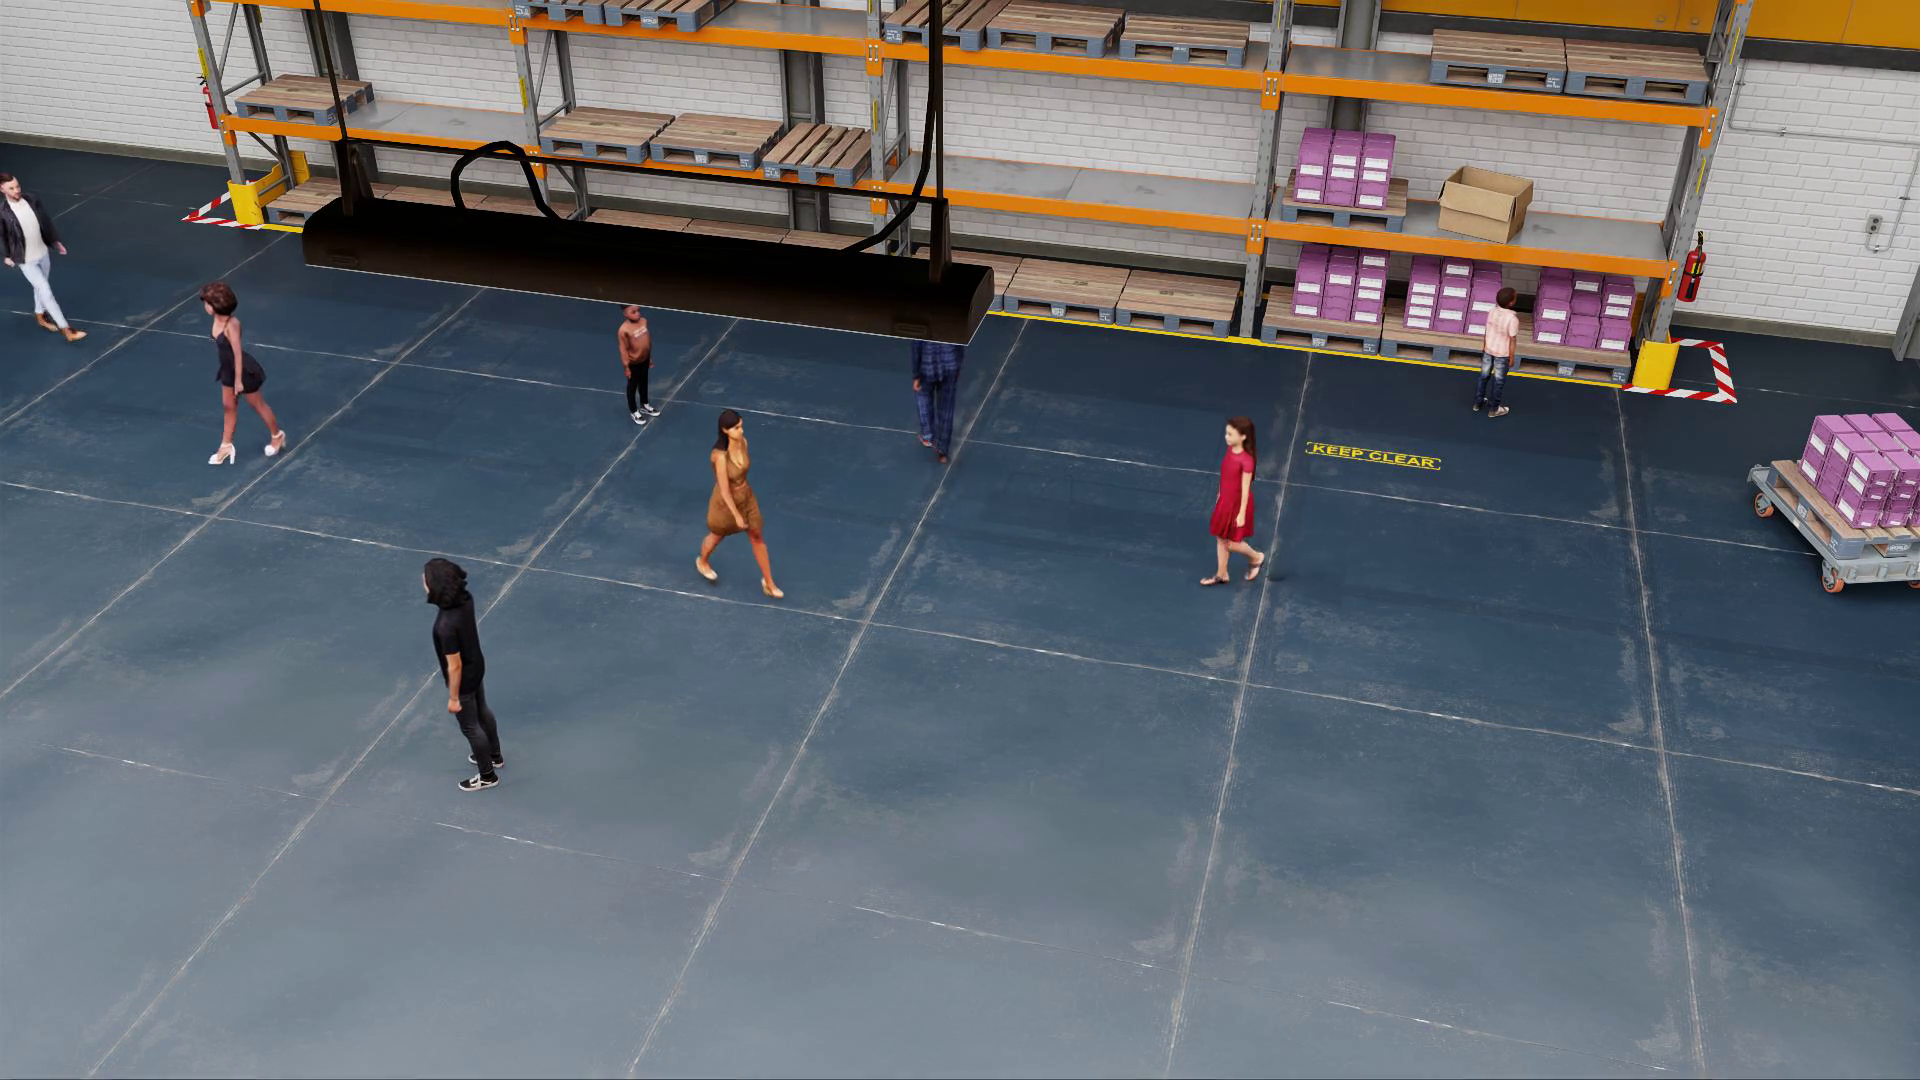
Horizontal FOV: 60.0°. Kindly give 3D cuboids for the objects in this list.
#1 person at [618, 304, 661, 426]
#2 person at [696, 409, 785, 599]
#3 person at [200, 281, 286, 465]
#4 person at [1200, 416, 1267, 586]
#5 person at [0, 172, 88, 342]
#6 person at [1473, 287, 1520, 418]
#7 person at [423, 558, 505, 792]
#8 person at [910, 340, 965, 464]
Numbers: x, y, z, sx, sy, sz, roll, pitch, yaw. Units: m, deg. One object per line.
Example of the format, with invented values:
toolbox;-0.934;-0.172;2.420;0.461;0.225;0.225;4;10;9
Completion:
person;-3.051;-1.718;15.693;0.568;1.254;0.579;21;39;29
person;-1.872;-0.288;13.184;1.126;1.650;0.790;19;38;26
person;-6.388;-1.511;14.923;0.956;1.762;0.905;28;43;35
person;2.257;-0.307;13.308;0.886;1.543;0.798;-12;36;-18
person;-9.536;-2.916;17.004;1.158;1.797;0.798;15;36;21
person;5.092;-1.795;15.762;0.650;1.306;0.577;-23;40;-30
person;-3.352;0.895;11.237;0.598;1.835;0.684;1;34;2
person;-0.177;-1.506;14.882;0.884;1.798;0.917;-7;34;-10
